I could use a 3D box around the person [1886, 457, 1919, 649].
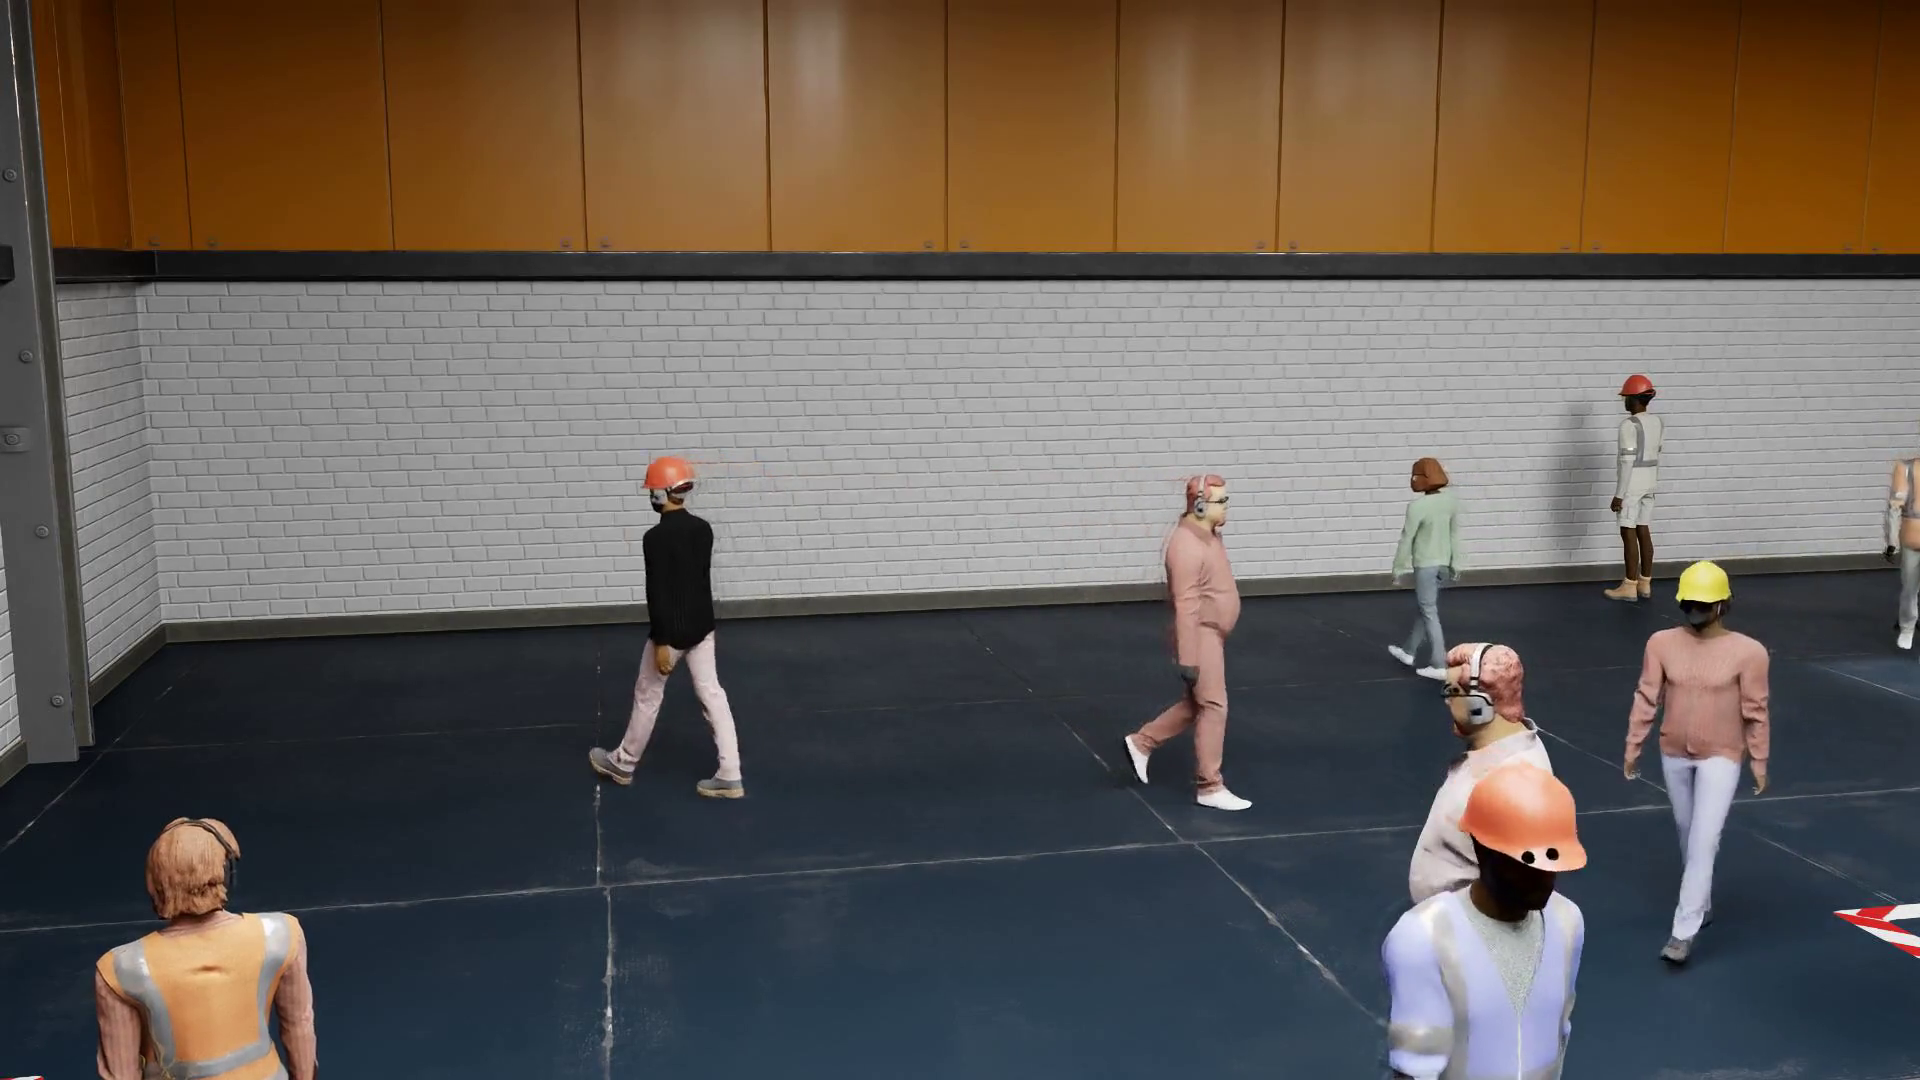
[{"bbox_3d":[7.445,-0.010,12.780,0.588,1.881,1.004,5,11,29],"label":"person"}]

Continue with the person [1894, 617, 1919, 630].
[{"bbox_3d":[8.030,-0.161,13.639,0.545,1.890,0.583,1,9,8],"label":"person"}]

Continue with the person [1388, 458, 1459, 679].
[{"bbox_3d":[3.373,0.193,12.281,0.526,1.604,0.682,-7,11,-35],"label":"person"}]

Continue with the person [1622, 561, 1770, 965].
[{"bbox_3d":[3.163,0.959,7.249,0.838,1.726,0.553,-8,13,-42],"label":"person"}]

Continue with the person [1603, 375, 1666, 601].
[{"bbox_3d":[6.078,-0.471,15.041,0.614,2.040,0.391,-7,12,-38],"label":"person"}]

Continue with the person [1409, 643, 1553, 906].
[{"bbox_3d":[1.559,1.243,5.030,0.404,1.903,0.636,3,10,17],"label":"person"}]

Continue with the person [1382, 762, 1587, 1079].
[{"bbox_3d":[1.241,1.449,3.788,0.565,1.895,0.930,-3,10,-17],"label":"person"}]

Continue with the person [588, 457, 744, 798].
[{"bbox_3d":[-1.653,0.491,9.482,1.037,1.933,0.654,5,11,28],"label":"person"}]

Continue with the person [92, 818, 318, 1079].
[{"bbox_3d":[-1.887,1.507,4.219,0.515,1.636,0.315,-7,11,-36],"label":"person"}]

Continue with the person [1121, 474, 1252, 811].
[{"bbox_3d":[1.276,0.558,9.242,0.687,1.882,0.654,2,10,14],"label":"person"}]
